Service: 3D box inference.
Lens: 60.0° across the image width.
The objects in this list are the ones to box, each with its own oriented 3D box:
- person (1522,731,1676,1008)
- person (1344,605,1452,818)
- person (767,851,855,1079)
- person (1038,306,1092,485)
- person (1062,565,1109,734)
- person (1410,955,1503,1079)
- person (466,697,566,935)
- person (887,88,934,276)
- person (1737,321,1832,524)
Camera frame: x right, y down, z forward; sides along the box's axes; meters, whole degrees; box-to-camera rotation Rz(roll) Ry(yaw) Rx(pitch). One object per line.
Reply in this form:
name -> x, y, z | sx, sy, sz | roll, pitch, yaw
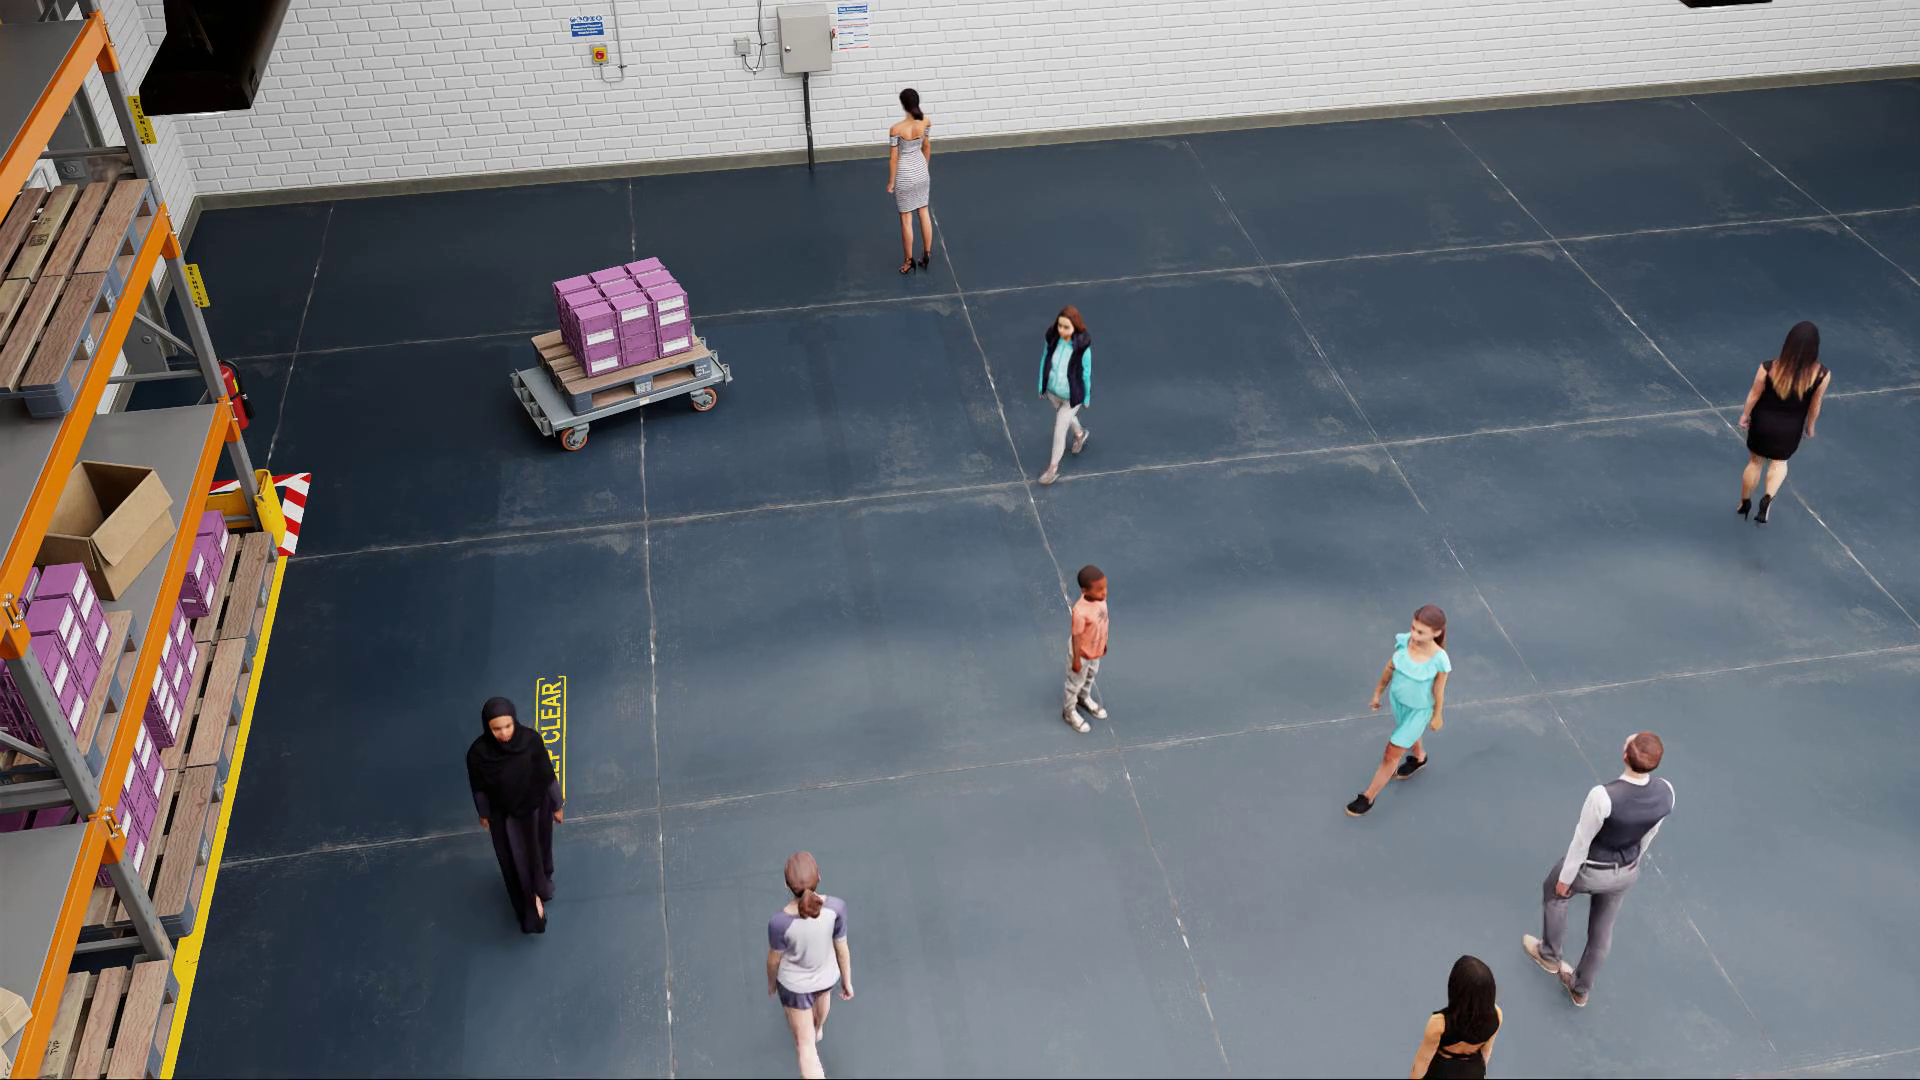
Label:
person -> 3.465, 1.813, 8.877 | 0.684, 1.924, 0.719 | -5, 39, -7
person -> 2.821, 0.987, 10.238 | 0.931, 1.518, 1.057 | -24, 44, -27
person -> -0.746, 2.289, 8.438 | 0.716, 1.728, 1.149 | -13, 40, -16
person -> 0.860, -1.194, 13.003 | 0.964, 1.473, 1.005 | 26, 45, 28
person -> 0.812, 0.673, 10.797 | 0.606, 1.309, 0.554 | 27, 46, 30
person -> 2.387, 2.678, 8.032 | 0.574, 1.627, 0.925 | -7, 39, -9
person -> -2.557, 1.465, 9.567 | 0.756, 1.607, 0.889 | -17, 42, -20
person -> -0.439, -3.311, 15.373 | 0.674, 1.824, 0.669 | -23, 44, -26
person -> 6.060, -0.796, 12.323 | 0.846, 1.702, 0.905 | 12, 40, 15
